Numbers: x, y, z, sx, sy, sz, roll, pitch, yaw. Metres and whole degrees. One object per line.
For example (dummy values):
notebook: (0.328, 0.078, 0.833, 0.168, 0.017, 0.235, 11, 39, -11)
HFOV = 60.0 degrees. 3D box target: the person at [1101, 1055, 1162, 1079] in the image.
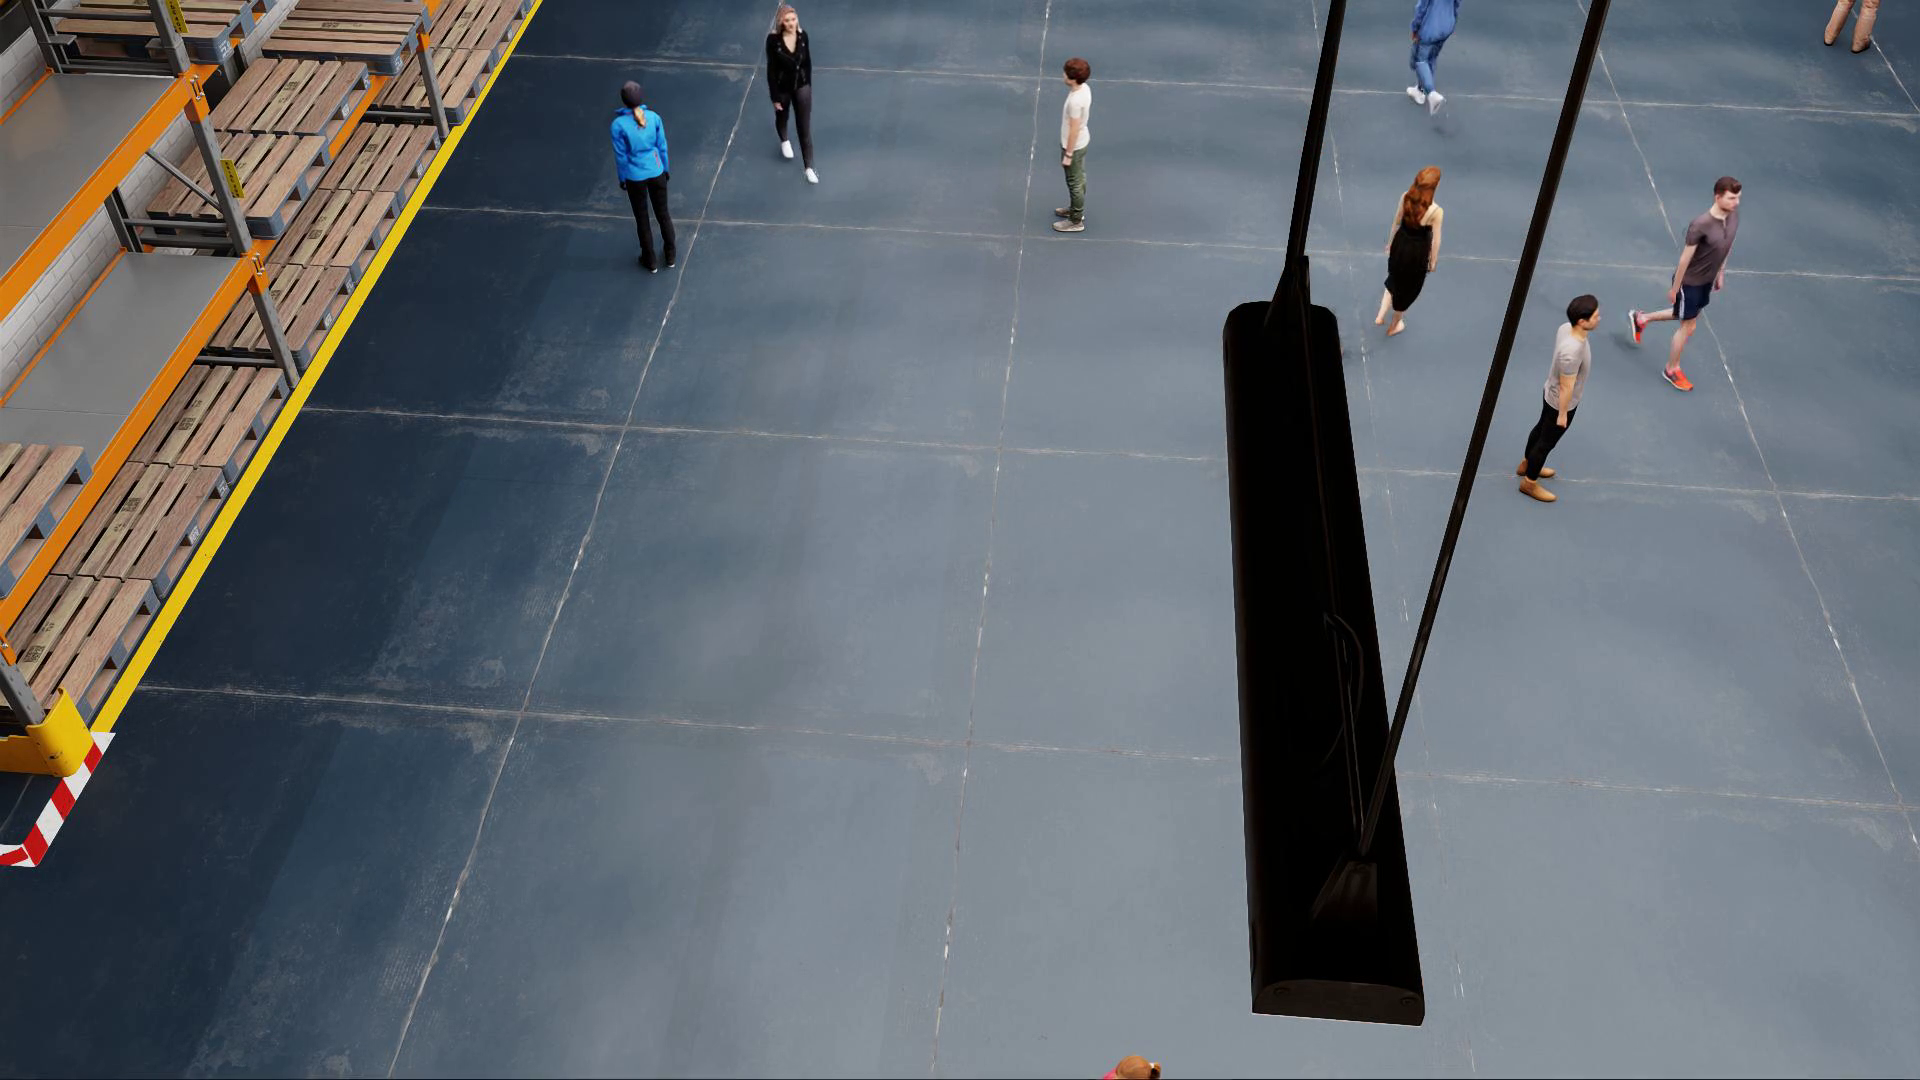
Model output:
person: (0.826, 2.945, 8.292, 0.600, 1.318, 0.645, 33, 52, 30)

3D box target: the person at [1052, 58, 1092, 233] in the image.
person: (1.030, -3.529, 14.843, 0.660, 1.654, 0.510, 9, 44, 9)

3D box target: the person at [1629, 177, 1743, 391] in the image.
person: (5.791, -2.113, 13.227, 1.022, 1.833, 1.138, -23, 48, -22)

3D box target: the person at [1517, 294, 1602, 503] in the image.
person: (4.405, -1.069, 12.210, 0.702, 1.725, 0.522, 11, 45, 11)

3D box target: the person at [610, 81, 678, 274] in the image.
person: (-2.709, -3.121, 14.313, 0.690, 1.795, 0.681, -17, 46, -17)

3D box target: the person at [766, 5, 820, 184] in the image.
person: (-1.624, -4.238, 15.599, 0.919, 1.638, 1.227, -12, 45, -13)

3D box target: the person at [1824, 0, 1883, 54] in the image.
person: (9.522, -6.023, 17.326, 0.774, 1.841, 0.795, 30, 51, 27)

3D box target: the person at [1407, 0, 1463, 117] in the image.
person: (4.684, -5.013, 16.306, 0.921, 1.786, 1.080, -13, 45, -13)

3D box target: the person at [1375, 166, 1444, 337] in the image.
person: (3.628, -2.318, 13.602, 0.804, 1.613, 0.746, -32, 52, -29)
